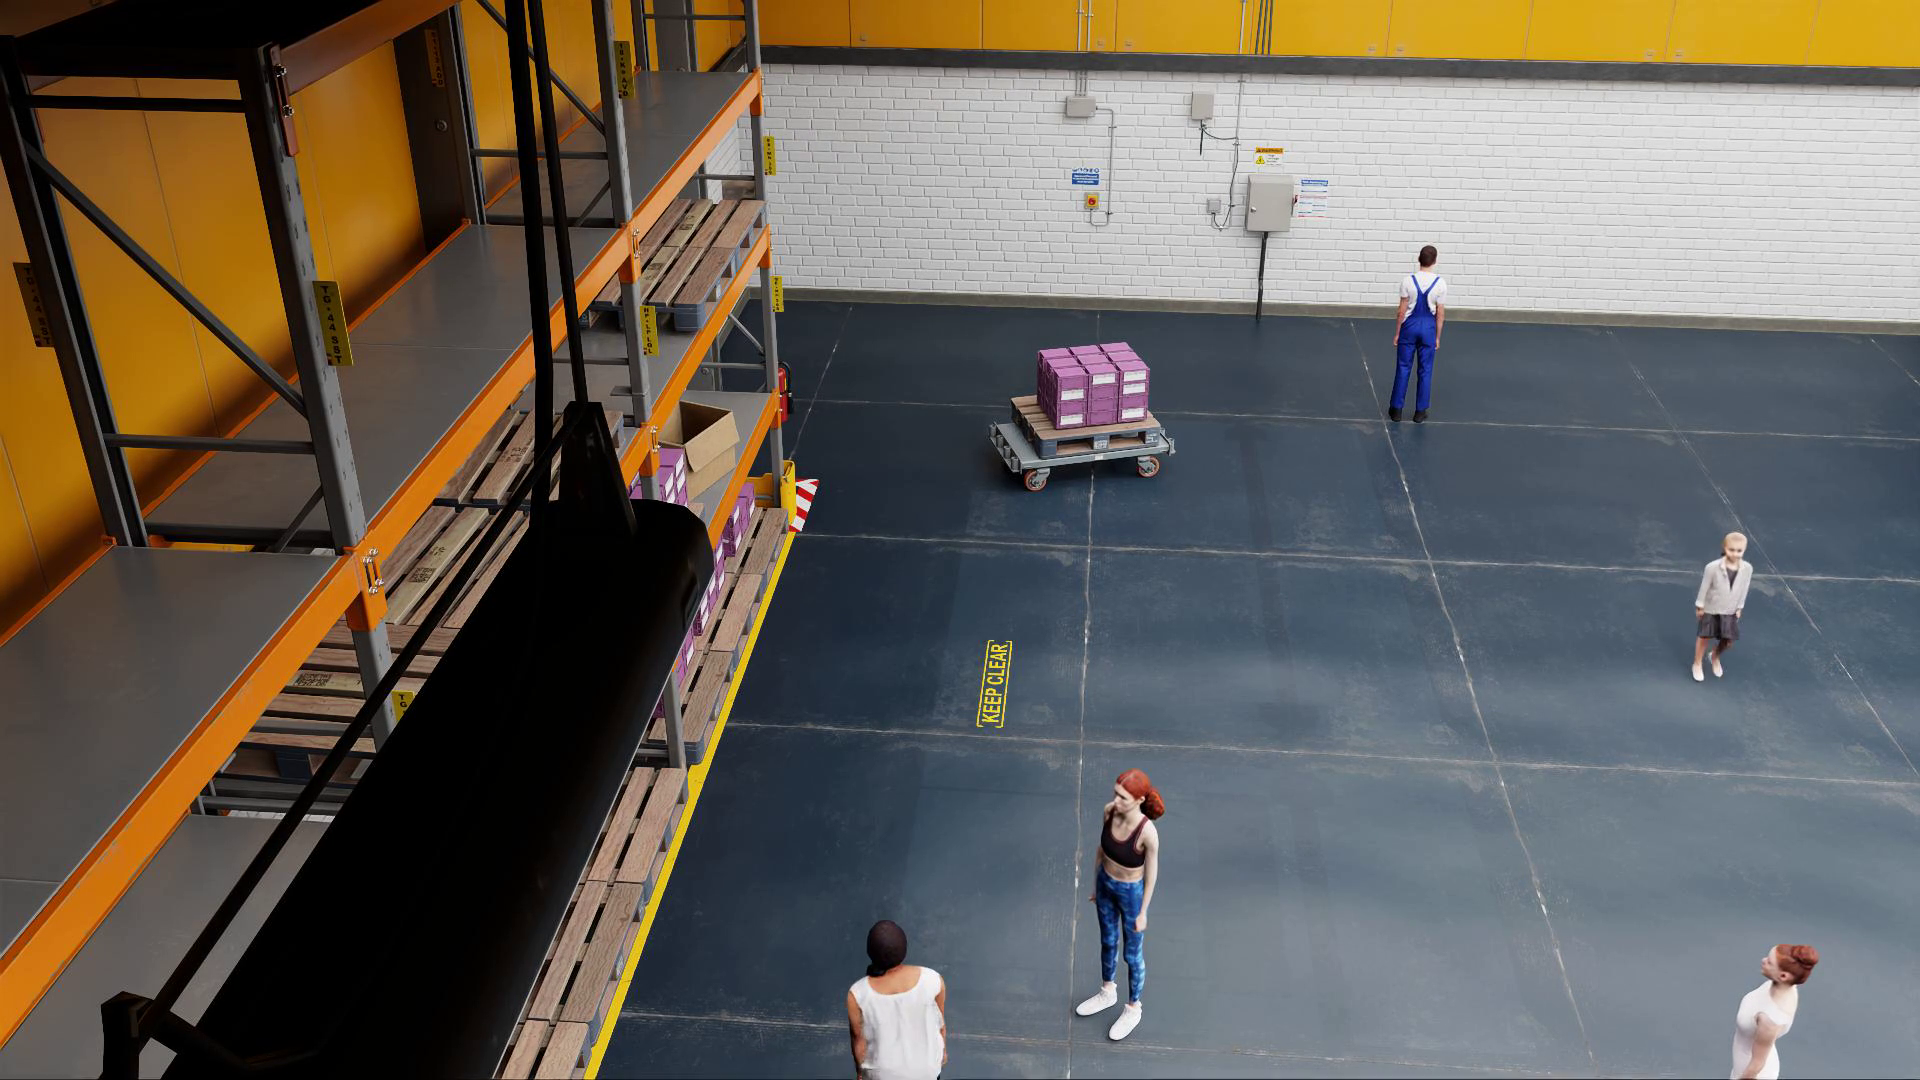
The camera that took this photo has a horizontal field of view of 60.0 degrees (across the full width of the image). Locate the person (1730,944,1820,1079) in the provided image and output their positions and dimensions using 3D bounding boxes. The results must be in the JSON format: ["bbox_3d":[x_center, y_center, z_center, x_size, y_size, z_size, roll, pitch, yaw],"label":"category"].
[{"bbox_3d":[3.939,2.674,8.256,0.690,1.792,0.558,17,33,28],"label":"person"}]

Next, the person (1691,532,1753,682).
[{"bbox_3d":[5.844,0.489,12.811,0.542,1.267,0.571,6,29,10],"label":"person"}]

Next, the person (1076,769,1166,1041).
[{"bbox_3d":[0.922,2.040,9.426,0.749,1.785,0.692,-24,36,-36],"label":"person"}]

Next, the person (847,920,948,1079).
[{"bbox_3d":[-0.301,2.651,8.429,0.738,1.668,0.943,-2,29,-4],"label":"person"}]

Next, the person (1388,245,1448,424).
[{"bbox_3d":[4.662,-2.107,16.963,0.663,1.849,0.627,7,29,13],"label":"person"}]
